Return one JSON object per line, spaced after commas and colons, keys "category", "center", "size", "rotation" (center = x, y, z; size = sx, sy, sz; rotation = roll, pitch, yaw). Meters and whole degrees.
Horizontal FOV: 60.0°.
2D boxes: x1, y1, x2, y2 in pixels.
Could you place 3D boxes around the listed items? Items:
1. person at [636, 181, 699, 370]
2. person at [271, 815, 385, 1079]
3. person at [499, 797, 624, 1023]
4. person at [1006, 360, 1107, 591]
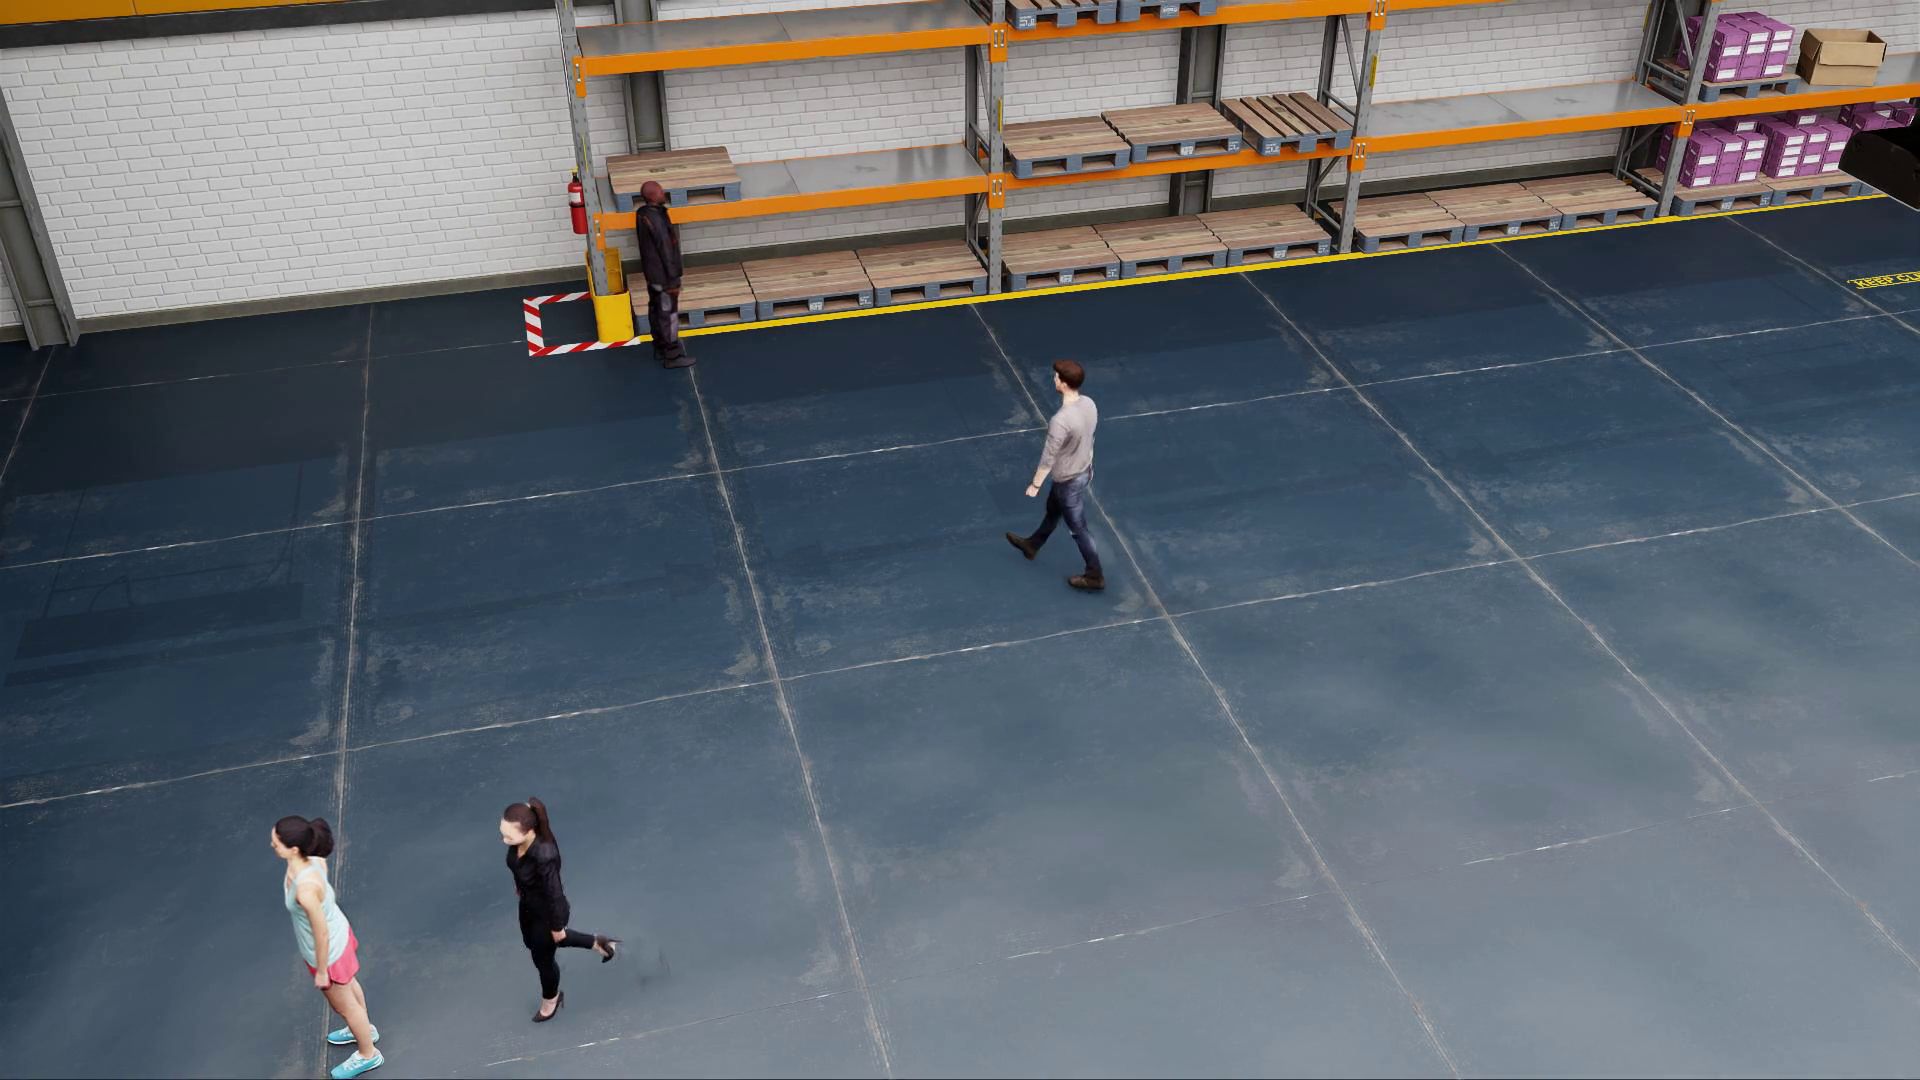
{"category": "person", "center": [-2.836, -2.514, 15.659], "size": [0.711, 1.826, 0.765], "rotation": [-20, 38, -27]}
{"category": "person", "center": [-3.337, 2.126, 8.732], "size": [0.576, 1.764, 0.612], "rotation": [-11, 35, -16]}
{"category": "person", "center": [-2.191, 1.976, 9.024], "size": [0.935, 1.691, 0.816], "rotation": [-20, 38, -27]}
{"category": "person", "center": [0.905, -0.428, 12.485], "size": [1.257, 1.864, 1.186], "rotation": [16, 37, 23]}
